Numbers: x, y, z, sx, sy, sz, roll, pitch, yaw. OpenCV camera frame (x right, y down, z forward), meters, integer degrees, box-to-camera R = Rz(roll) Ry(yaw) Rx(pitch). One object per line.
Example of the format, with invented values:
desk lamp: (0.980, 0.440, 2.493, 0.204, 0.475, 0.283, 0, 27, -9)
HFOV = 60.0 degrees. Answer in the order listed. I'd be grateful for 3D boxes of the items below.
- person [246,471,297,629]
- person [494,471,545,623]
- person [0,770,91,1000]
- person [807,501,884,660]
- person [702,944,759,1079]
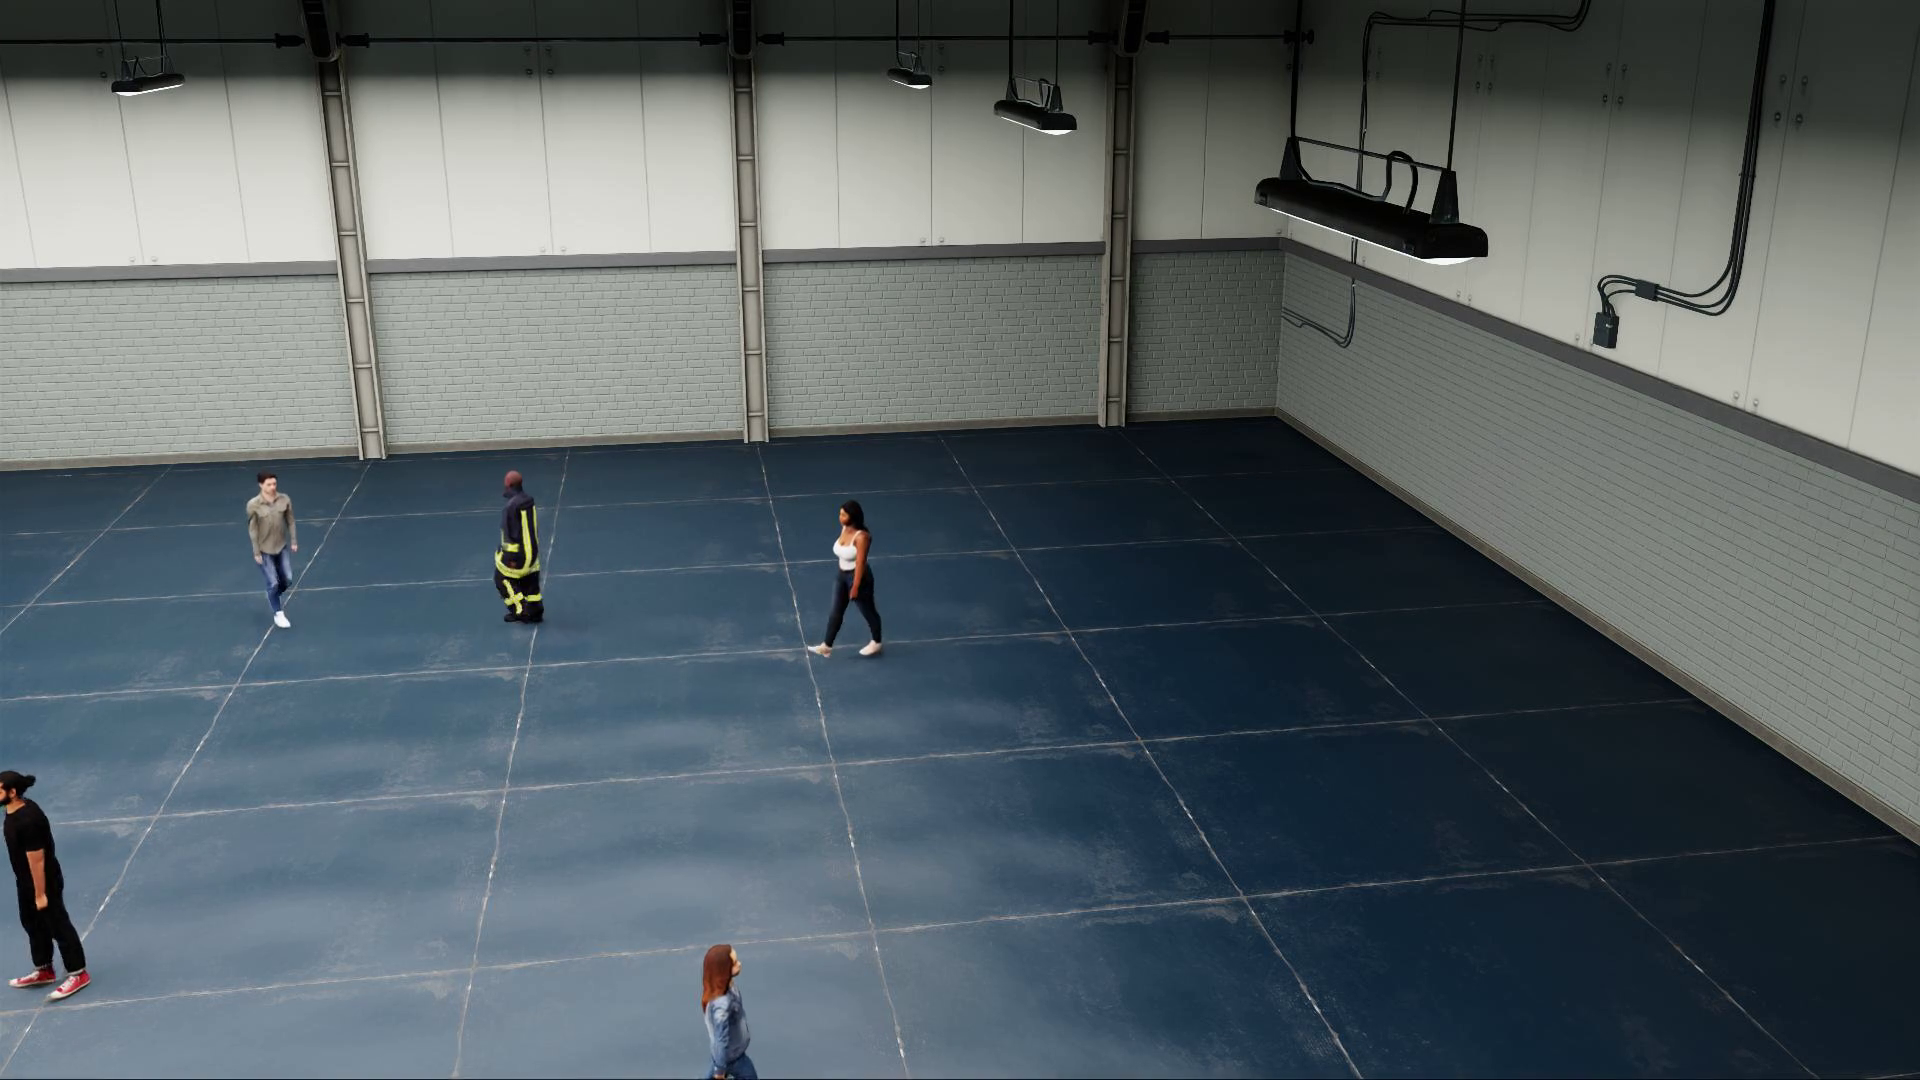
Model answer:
person: (-7.917, 0.078, 18.989, 0.937, 1.837, 0.983, -17, 25, -42)
person: (-4.946, 0.095, 18.984, 0.949, 1.808, 0.906, 5, 19, 15)
person: (-6.556, 2.430, 11.909, 0.784, 1.750, 0.841, 14, 23, 37)
person: (-1.043, 0.444, 17.977, 1.203, 1.768, 0.961, -12, 21, -32)
person: (-1.502, 3.138, 10.209, 0.986, 1.456, 0.585, -4, 18, -12)
